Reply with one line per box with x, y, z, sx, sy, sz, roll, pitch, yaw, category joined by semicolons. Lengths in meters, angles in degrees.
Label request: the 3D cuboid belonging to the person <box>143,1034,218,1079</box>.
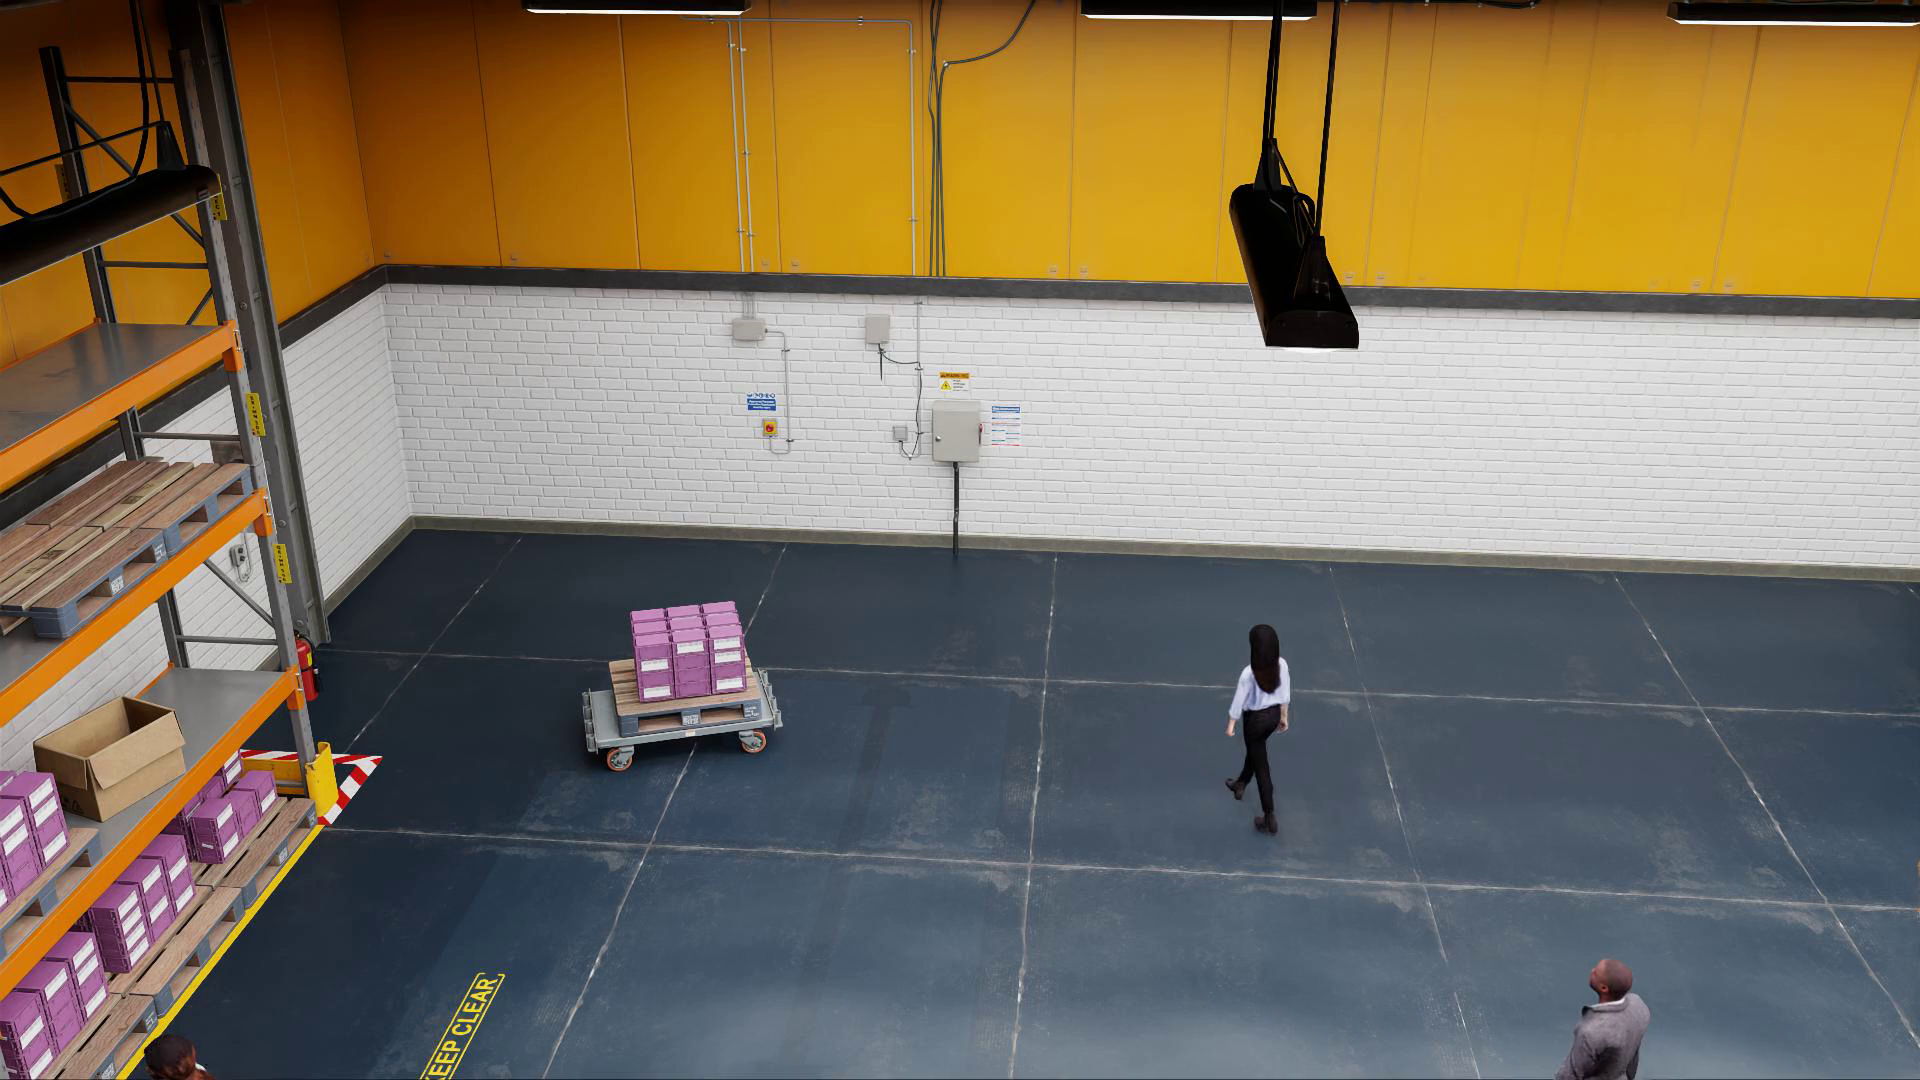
-3.949;3.328;8.858;0.828;1.708;0.836;-7;25;-15;person

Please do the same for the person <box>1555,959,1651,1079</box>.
3.561;3.146;9.180;1.181;1.781;1.257;-17;29;-34;person

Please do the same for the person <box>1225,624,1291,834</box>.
2.411;1.508;13.008;1.000;1.717;1.097;-14;27;-30;person
